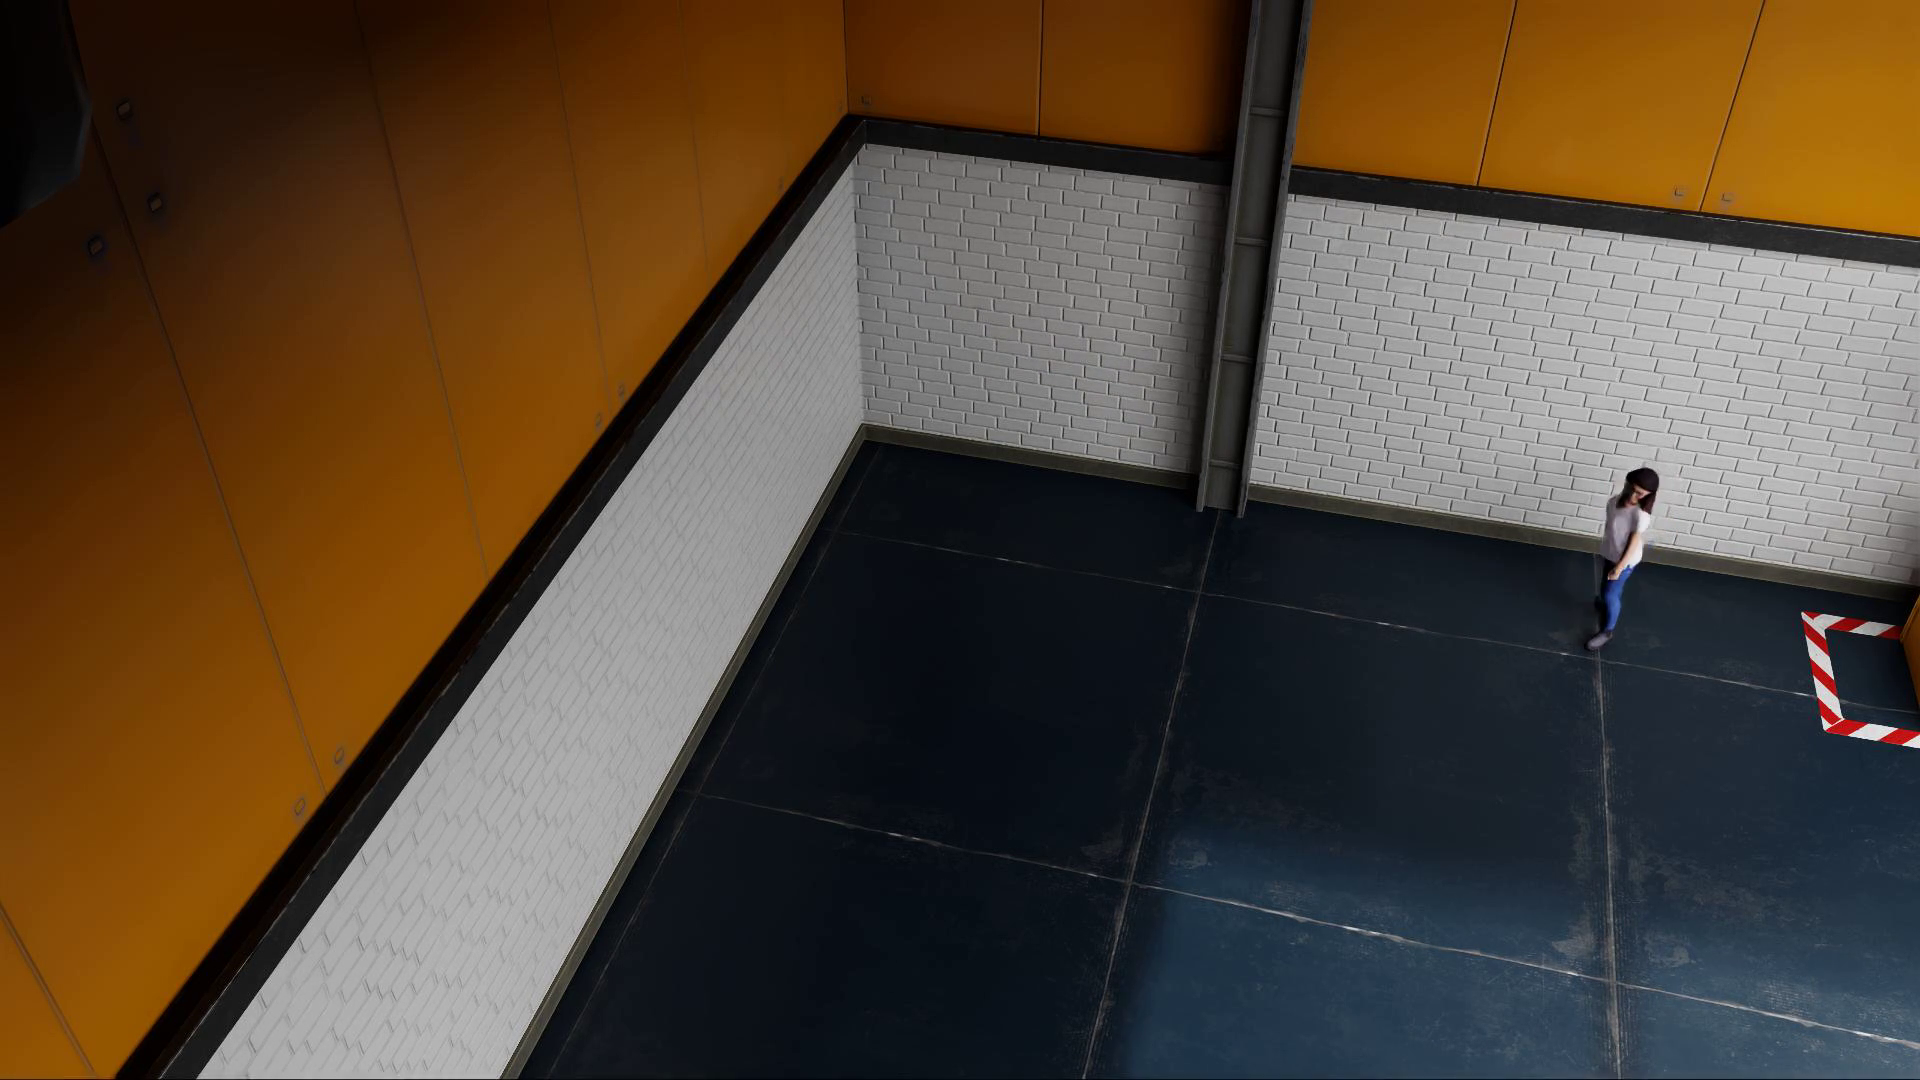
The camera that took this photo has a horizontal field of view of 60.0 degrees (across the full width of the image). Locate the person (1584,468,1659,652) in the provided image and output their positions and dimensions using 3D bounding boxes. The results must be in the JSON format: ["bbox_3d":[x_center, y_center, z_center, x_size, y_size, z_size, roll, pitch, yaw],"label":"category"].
[{"bbox_3d":[4.840,0.088,12.102,0.606,1.652,0.833,13,40,16],"label":"person"}]
